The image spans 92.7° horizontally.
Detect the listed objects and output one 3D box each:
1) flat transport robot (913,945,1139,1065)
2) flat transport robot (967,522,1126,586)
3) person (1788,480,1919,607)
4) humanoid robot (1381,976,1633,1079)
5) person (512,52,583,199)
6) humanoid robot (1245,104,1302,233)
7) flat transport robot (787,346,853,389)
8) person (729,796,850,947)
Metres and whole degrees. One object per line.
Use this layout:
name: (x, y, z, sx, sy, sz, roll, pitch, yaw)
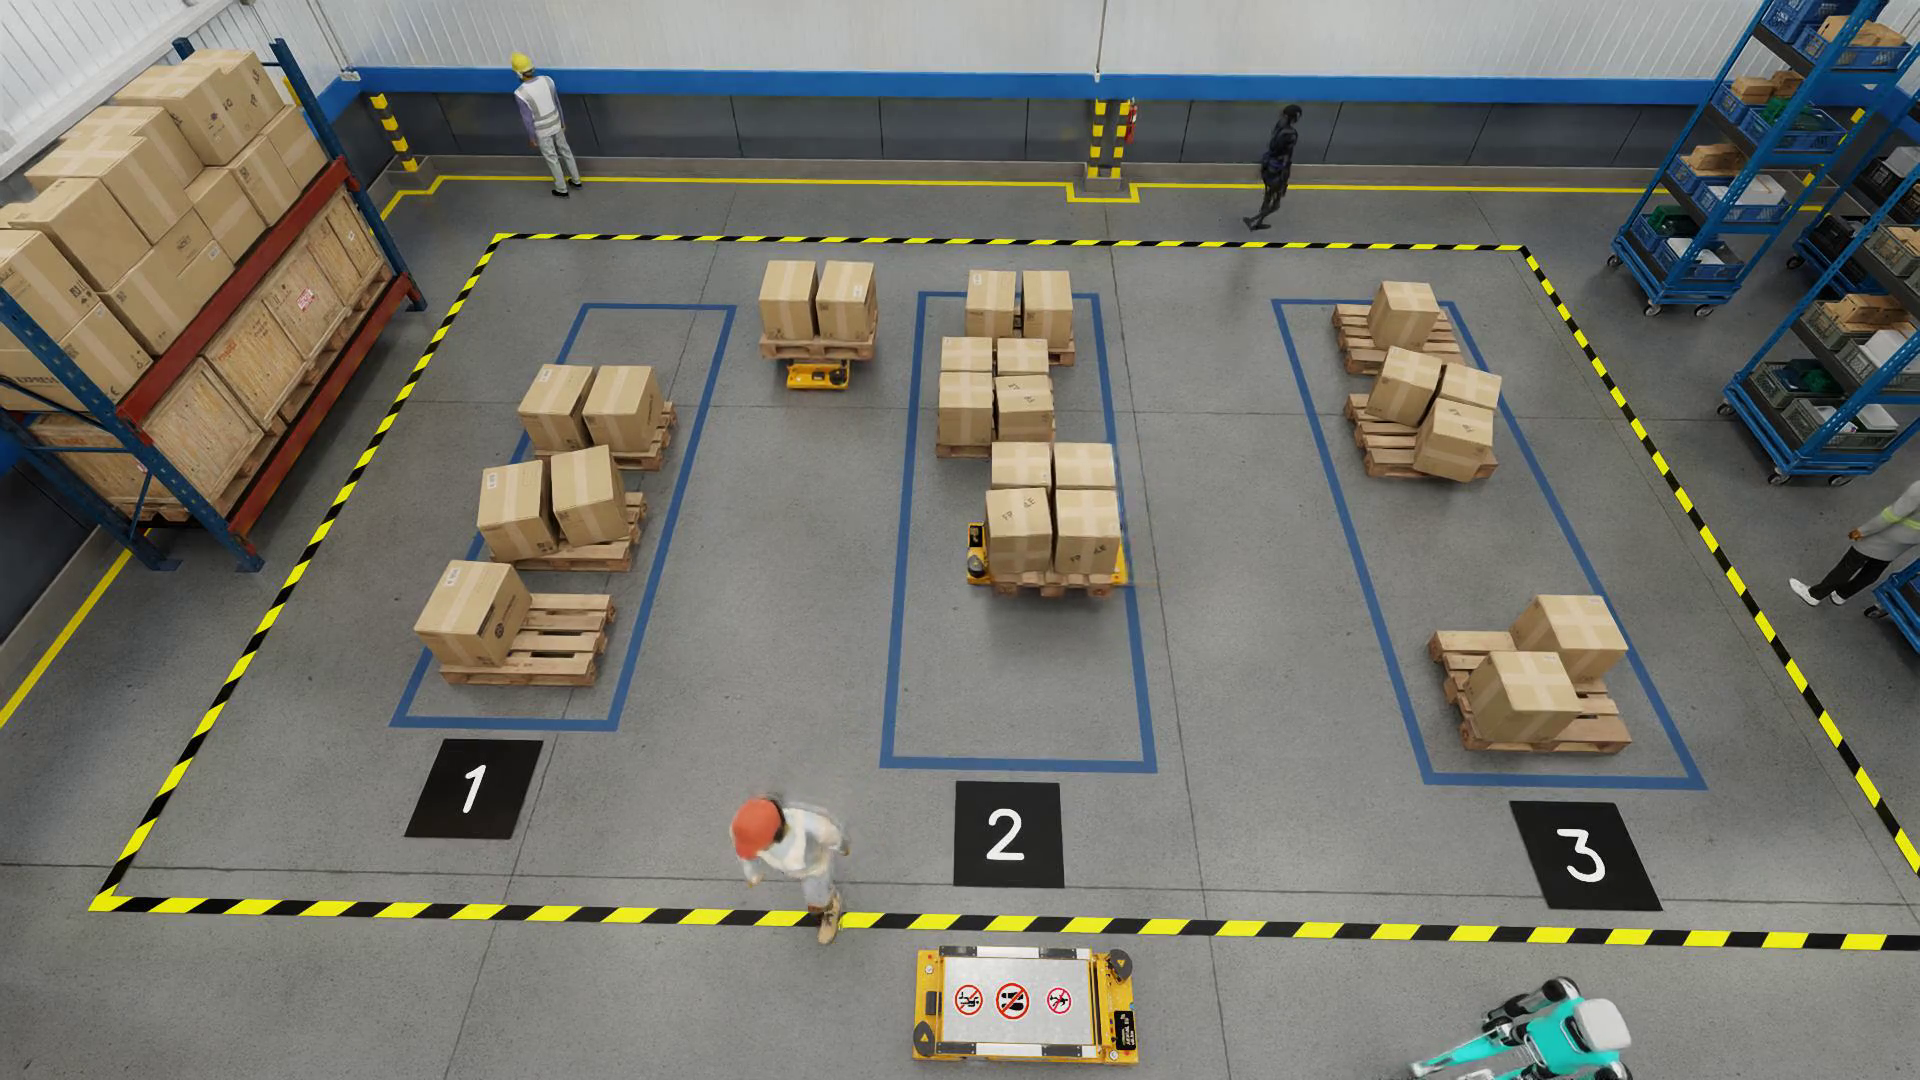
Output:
flat transport robot: (0.422, 3.041, 6.007, 1.431, 0.231, 0.659, 1, 51, 1)
flat transport robot: (0.784, 0.092, 8.393, 1.431, 0.197, 0.652, 1, 51, 1)
person: (7.702, -0.088, 7.536, 0.589, 1.852, 0.366, 1, 51, 0)
humanoid robot: (2.892, 2.981, 5.136, 1.015, 1.776, 0.531, -11, 52, -9)
person: (-5.346, -5.324, 11.816, 0.404, 1.834, 0.585, 25, 55, 19)
humanoid robot: (3.844, -4.569, 11.305, 0.448, 1.648, 0.595, -8, 51, -6)
flat transport robot: (-1.530, -2.246, 10.298, 0.652, 0.197, 1.431, 1, 51, 1)
person: (-1.029, 1.994, 5.745, 0.620, 1.994, 0.694, 8, 51, 6)
